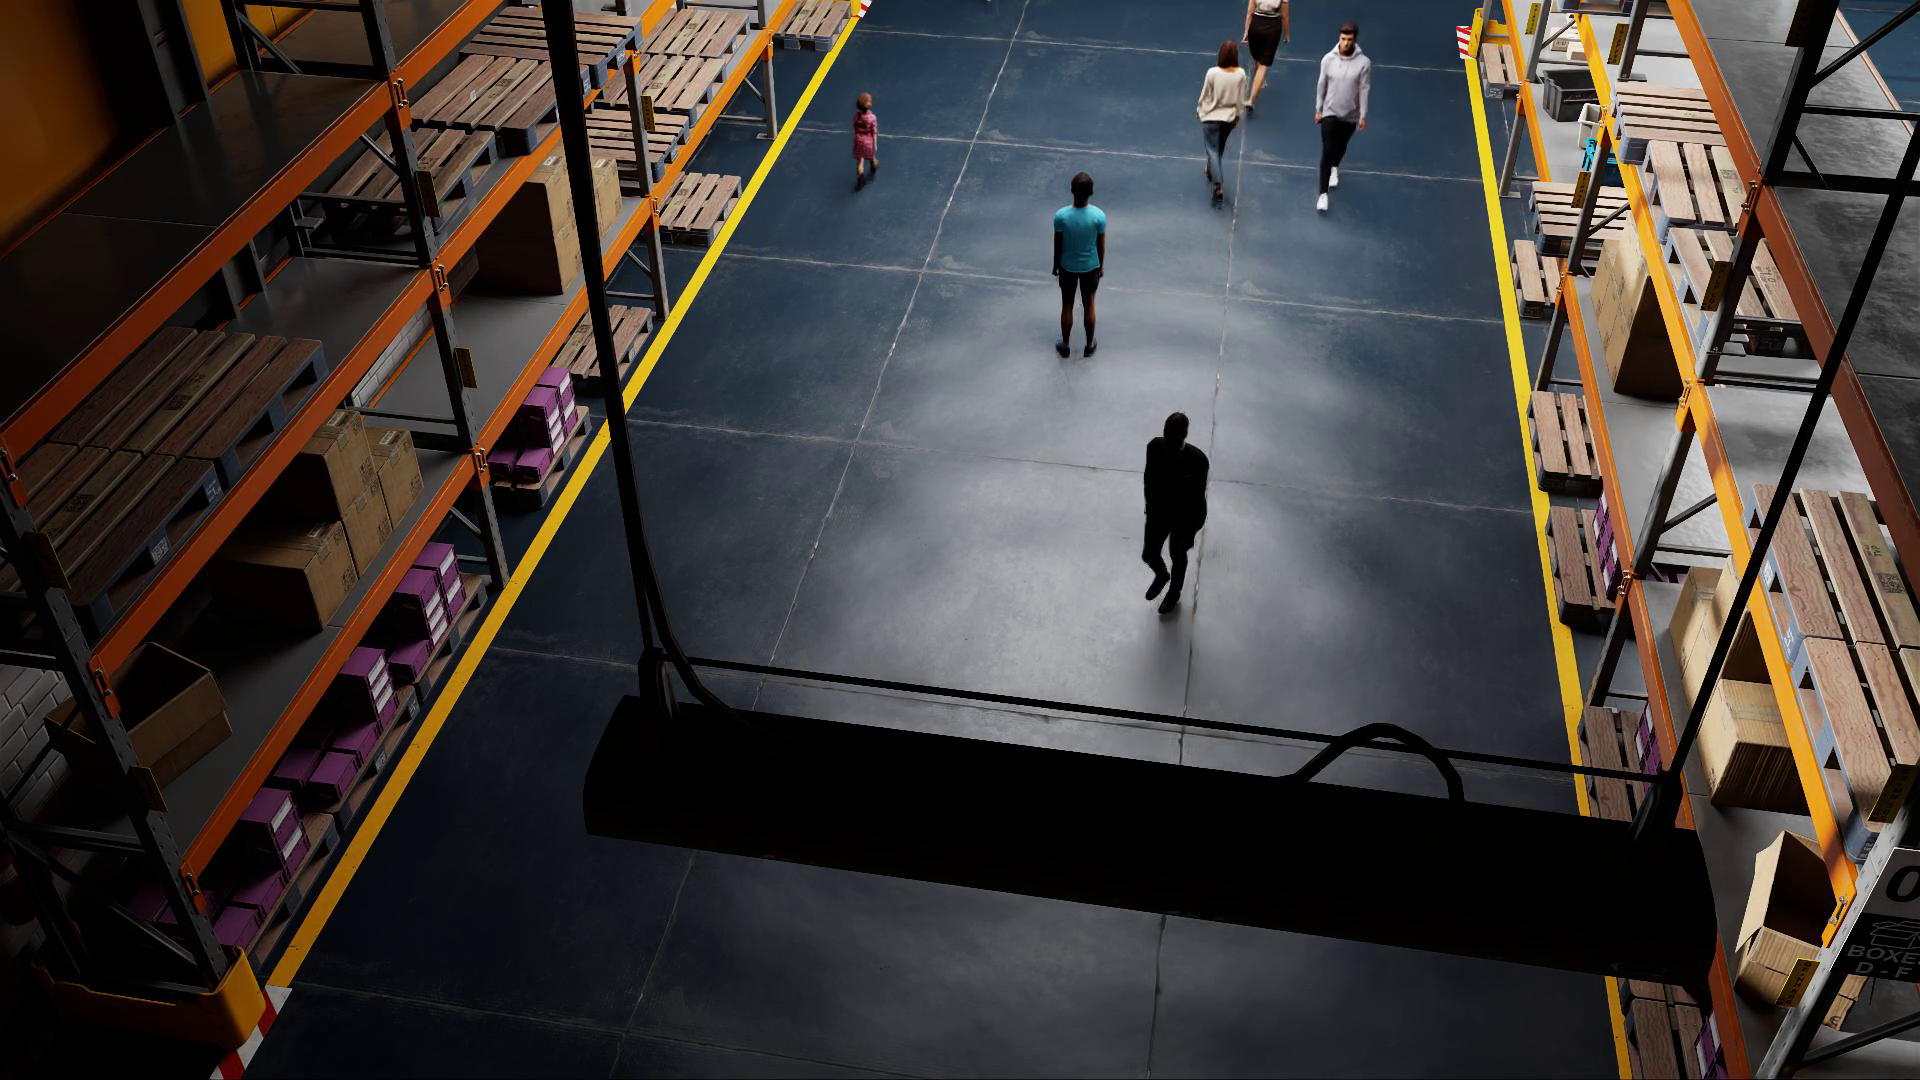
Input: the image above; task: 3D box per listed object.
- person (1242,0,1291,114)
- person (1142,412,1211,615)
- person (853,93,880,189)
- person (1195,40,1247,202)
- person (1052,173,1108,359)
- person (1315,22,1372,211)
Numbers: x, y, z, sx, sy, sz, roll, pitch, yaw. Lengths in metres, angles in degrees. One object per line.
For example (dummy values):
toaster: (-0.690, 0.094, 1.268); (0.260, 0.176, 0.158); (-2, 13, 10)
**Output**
person: (3.451, -5.705, 18.981); (0.836, 1.703, 1.168); (16, 41, 19)
person: (1.609, -0.235, 12.070); (0.761, 1.780, 0.763); (21, 43, 24)
person: (-1.031, -4.236, 17.707); (0.459, 0.997, 0.753); (9, 39, 11)
person: (2.710, -4.340, 17.318); (0.861, 1.645, 1.135); (-7, 39, -9)
person: (1.066, -2.436, 14.827); (0.644, 1.777, 0.561); (1, 39, 2)
person: (3.966, -4.475, 17.294); (0.691, 1.886, 1.193); (6, 39, 8)
